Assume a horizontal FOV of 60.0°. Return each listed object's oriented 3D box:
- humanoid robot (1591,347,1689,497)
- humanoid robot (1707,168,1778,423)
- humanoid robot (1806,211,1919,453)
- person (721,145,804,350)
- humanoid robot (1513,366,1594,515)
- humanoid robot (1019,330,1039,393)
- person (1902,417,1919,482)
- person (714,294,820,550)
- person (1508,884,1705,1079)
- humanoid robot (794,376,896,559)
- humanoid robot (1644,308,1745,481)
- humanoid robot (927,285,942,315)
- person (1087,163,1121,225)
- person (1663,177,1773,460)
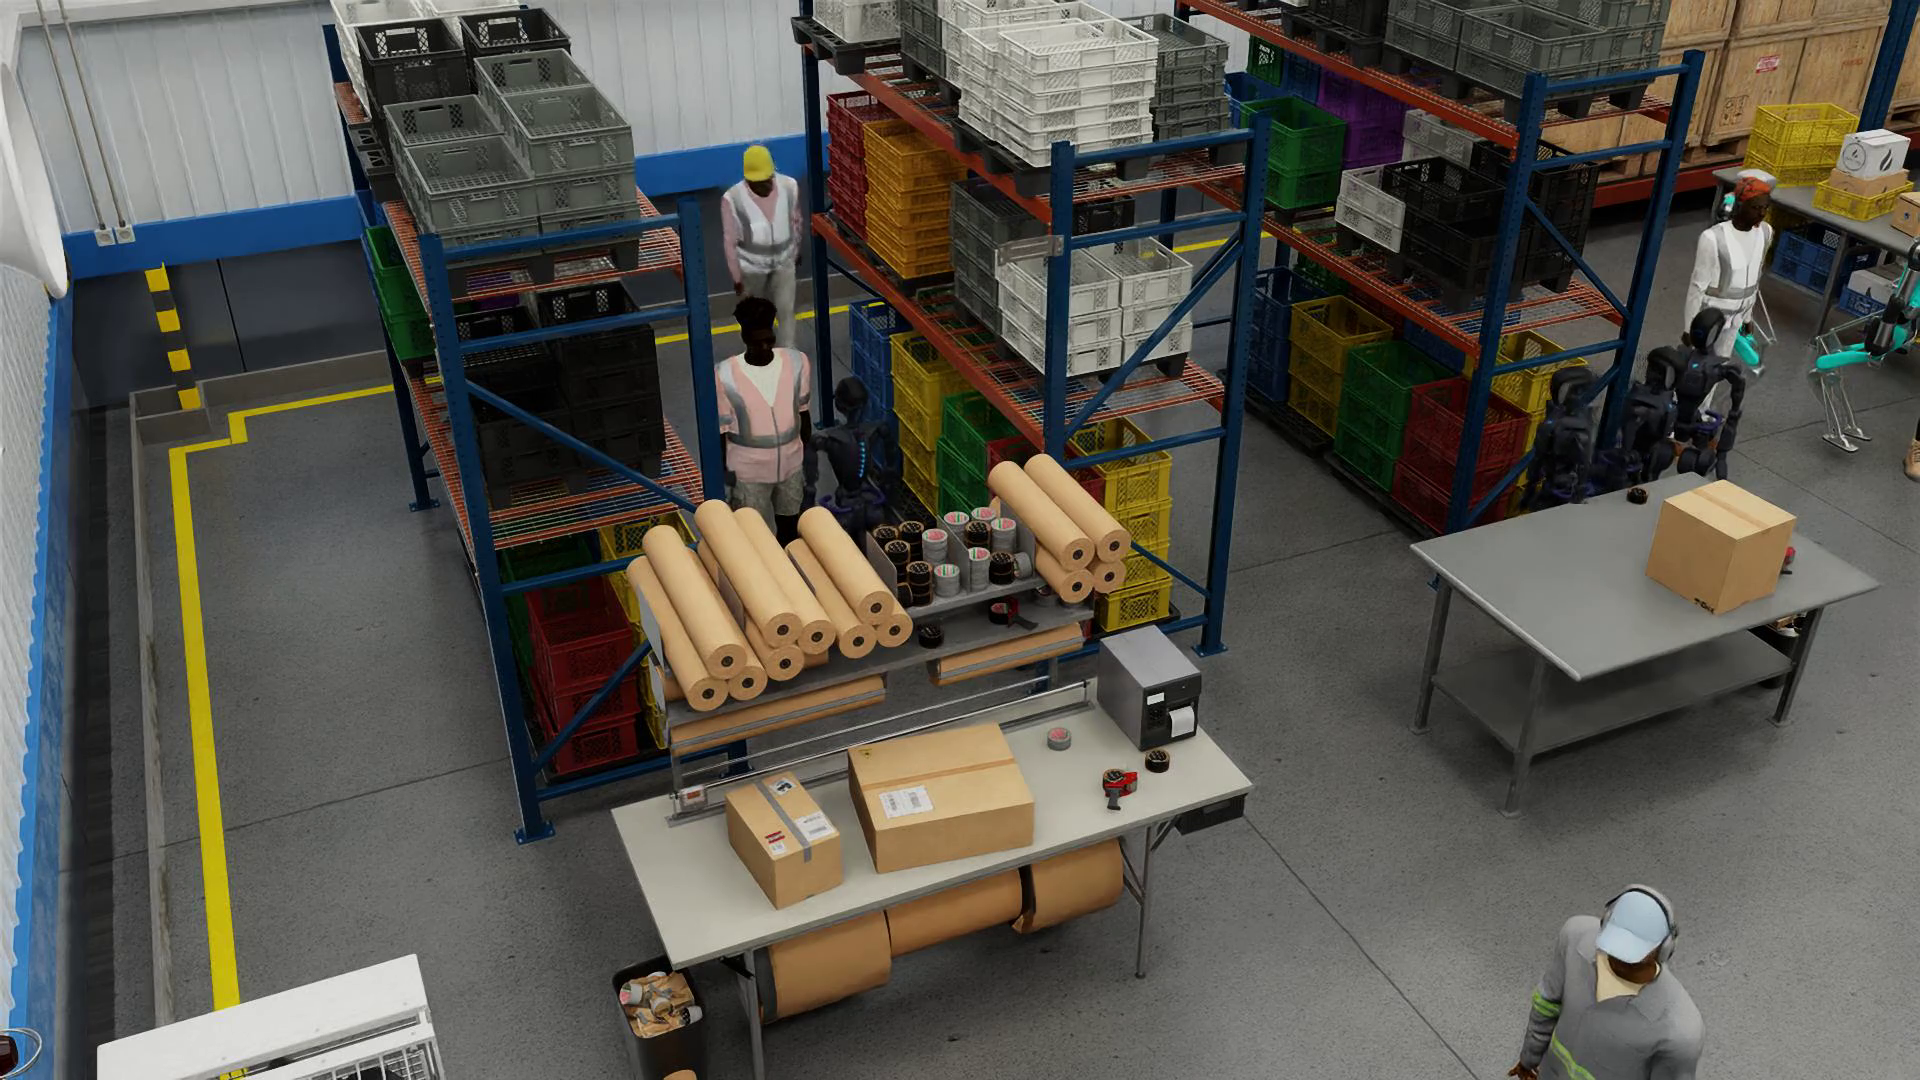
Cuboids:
[{"bbox_3d":[3.628,-0.322,9.163,0.408,1.638,0.626,22,38,32],"label":"humanoid robot"},{"bbox_3d":[5.250,-1.550,11.035,0.547,1.752,0.679,-26,40,-36],"label":"humanoid robot"},{"bbox_3d":[5.880,-1.415,10.740,0.533,1.677,0.735,-23,38,-32],"label":"humanoid robot"},{"bbox_3d":[-1.349,-1.953,11.714,0.599,1.758,0.934,-10,33,-16],"label":"person"},{"bbox_3d":[3.196,-0.169,8.903,0.484,1.648,0.599,-2,32,-4],"label":"humanoid robot"},{"bbox_3d":[0.466,-1.607,11.290,0.609,1.632,0.726,-11,33,-18],"label":"humanoid robot"},{"bbox_3d":[6.410,-1.258,10.339,0.600,2.034,0.413,8,33,13],"label":"person"},{"bbox_3d":[-1.049,-0.411,9.019,0.612,1.964,0.361,-17,36,-25],"label":"person"},{"bbox_3d":[2.048,1.845,5.462,0.373,1.852,0.597,-14,34,-21],"label":"person"},{"bbox_3d":[-0.627,-0.109,8.831,0.625,1.635,0.614,-19,36,-27],"label":"humanoid robot"},{"bbox_3d":[4.125,-0.557,9.524,0.610,1.652,0.310,23,39,33],"label":"humanoid robot"},{"bbox_3d":[-0.343,-2.262,12.248,0.538,1.785,0.783,6,32,9],"label":"humanoid robot"},{"bbox_3d":[0.805,-2.114,11.973,0.633,1.795,0.955,-16,35,-24],"label":"person"},{"bbox_3d":[4.894,-1.422,10.741,0.585,1.878,0.359,-14,34,-22],"label":"person"}]
